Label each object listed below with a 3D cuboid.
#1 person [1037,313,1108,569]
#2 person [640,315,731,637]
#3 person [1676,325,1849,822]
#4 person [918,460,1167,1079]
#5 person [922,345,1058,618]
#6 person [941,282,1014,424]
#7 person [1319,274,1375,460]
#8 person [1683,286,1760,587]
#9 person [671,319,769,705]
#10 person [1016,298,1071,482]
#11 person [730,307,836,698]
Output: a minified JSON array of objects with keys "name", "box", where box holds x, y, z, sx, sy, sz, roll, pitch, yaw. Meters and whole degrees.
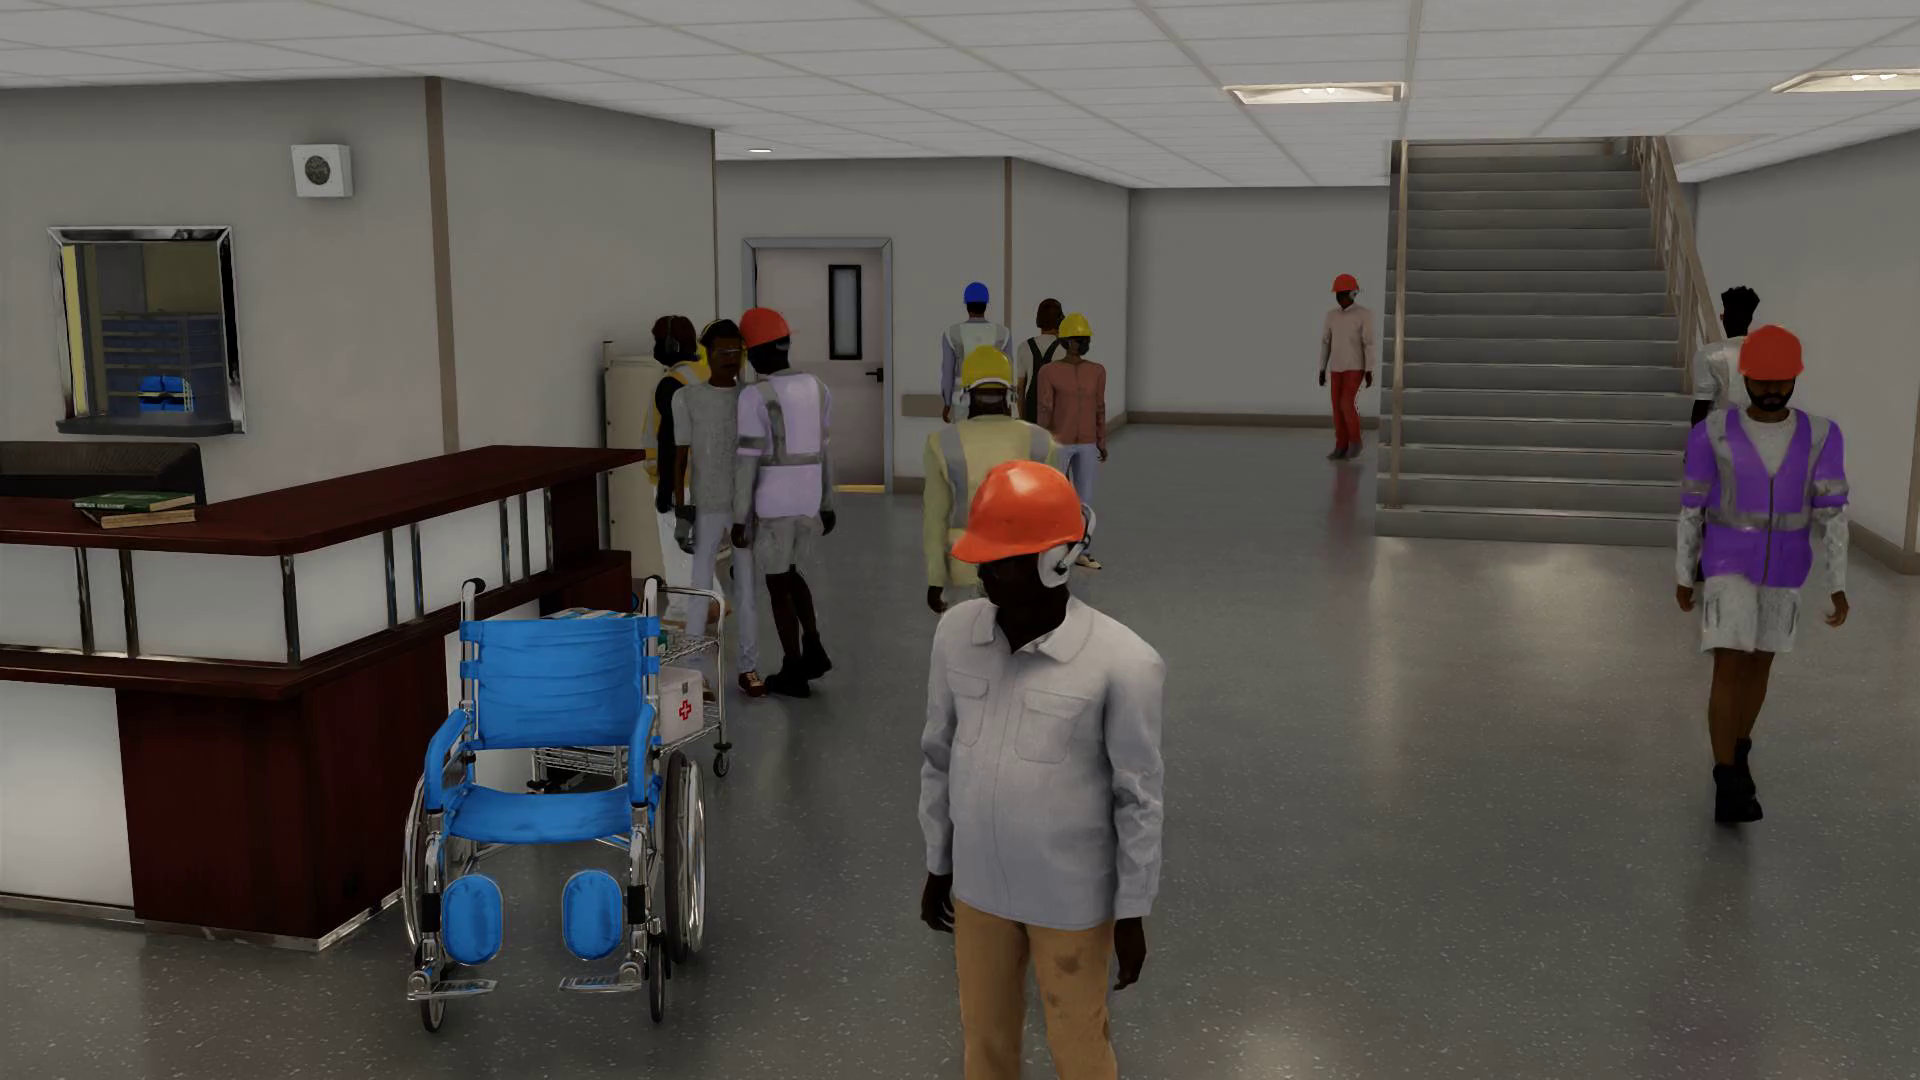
[{"name":"person","box":[0.772,-0.662,11.414,0.533,1.772,0.297,-4,10,-23]},{"name":"person","box":[-1.572,-0.349,9.395,0.466,1.834,0.630,1,10,6]},{"name":"person","box":[3.073,0.133,6.364,0.557,1.884,0.953,2,10,10]},{"name":"person","box":[0.140,0.700,3.447,0.563,1.747,0.339,7,12,35]},{"name":"person","box":[0.141,0.087,6.933,0.604,1.796,0.902,-2,10,-13]},{"name":"person","box":[0.144,-1.152,13.776,0.614,1.943,0.409,-1,10,-8]},{"name":"person","box":[4.059,-1.813,17.568,0.446,1.973,0.644,-8,12,-38]},{"name":"person","box":[5.012,-0.661,10.824,0.604,1.966,0.367,-1,10,-7]},{"name":"person","box":[-1.137,-0.137,8.058,0.514,1.861,0.322,-4,11,-24]},{"name":"person","box":[0.671,-0.883,12.483,0.507,1.846,0.343,4,10,22]},{"name":"person","box":[-0.863,-0.177,8.154,0.454,1.903,0.610,9,13,41]}]
